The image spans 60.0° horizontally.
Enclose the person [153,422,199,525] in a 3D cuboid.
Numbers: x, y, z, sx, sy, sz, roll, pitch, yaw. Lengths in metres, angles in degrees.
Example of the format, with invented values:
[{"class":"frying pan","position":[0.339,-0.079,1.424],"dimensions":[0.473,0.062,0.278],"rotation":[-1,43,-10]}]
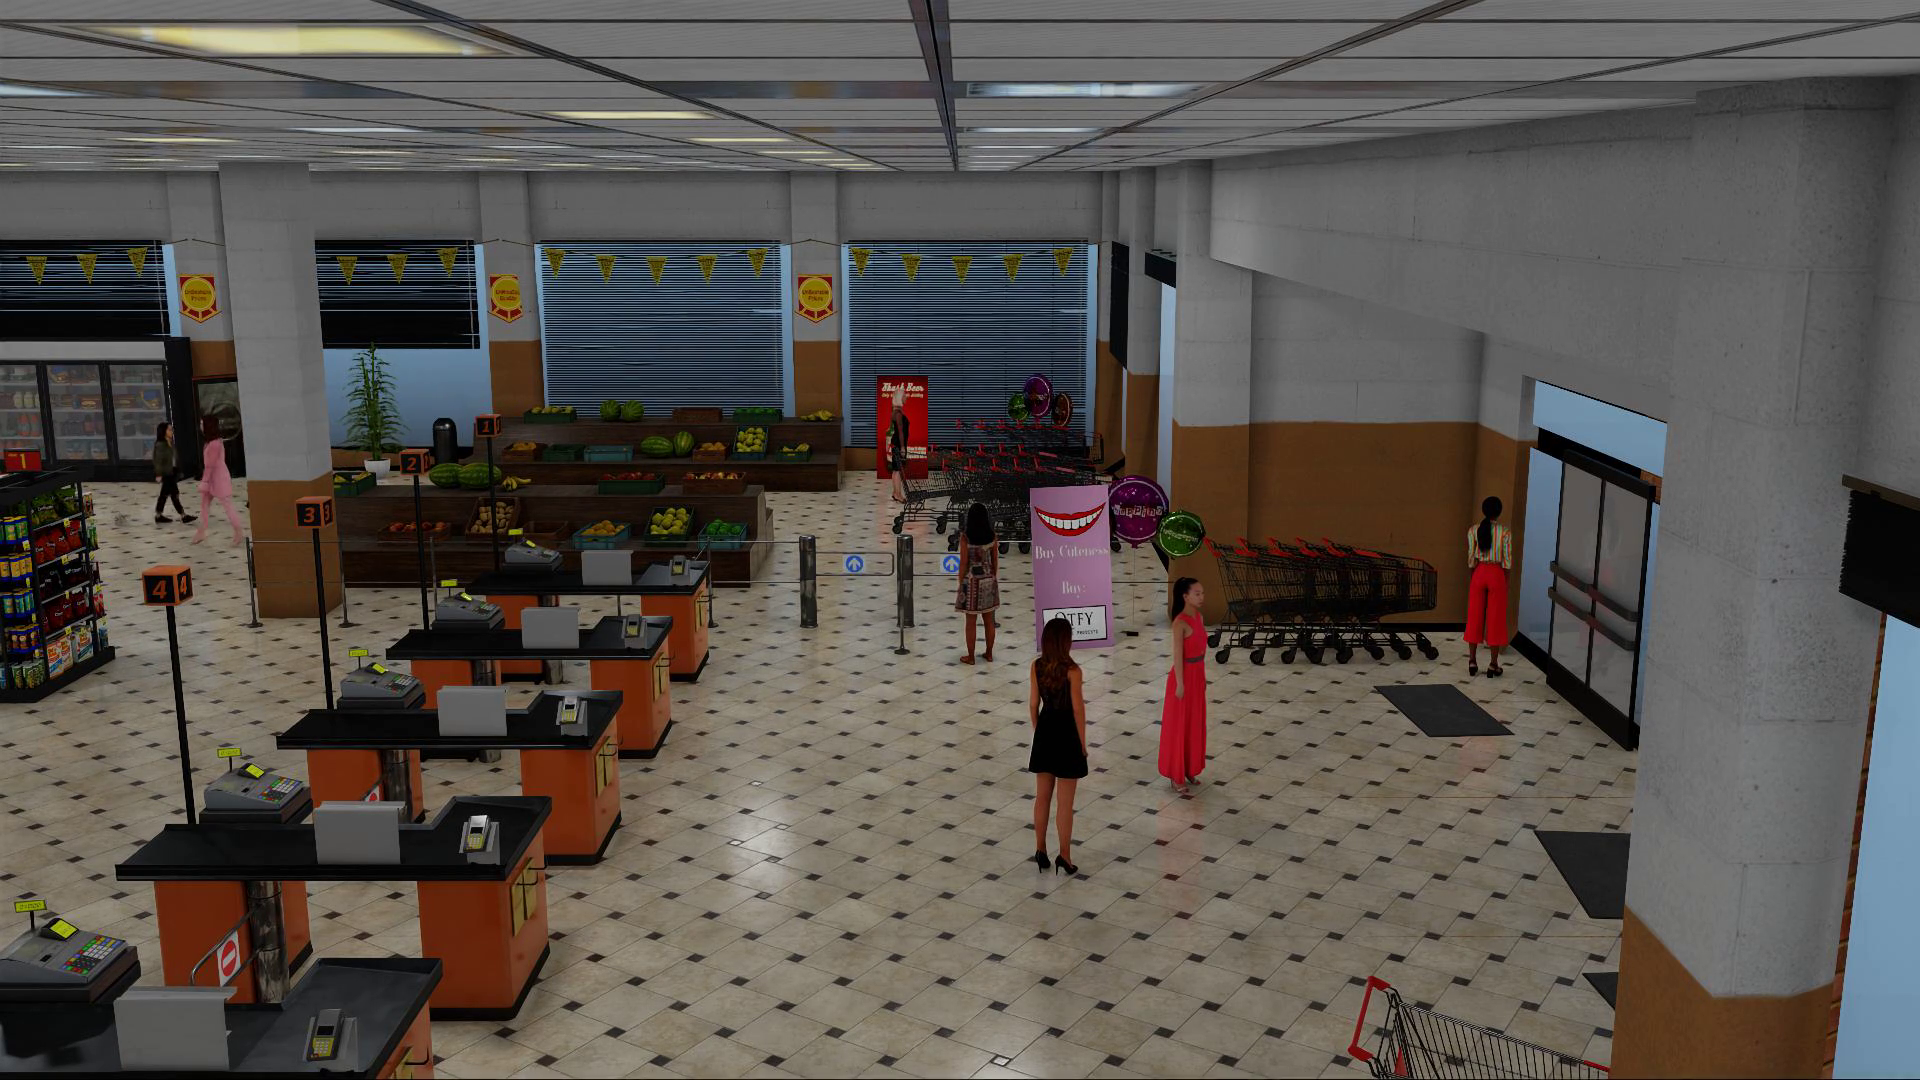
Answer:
[{"class":"person","position":[-11.358,-0.928,23.670],"dimensions":[0.869,1.447,0.616],"rotation":[0,12,-2]}]

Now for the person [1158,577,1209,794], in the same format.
[{"class":"person","position":[1.802,1.135,13.194],"dimensions":[0.747,1.727,0.714],"rotation":[8,14,35]}]

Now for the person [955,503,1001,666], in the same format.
[{"class":"person","position":[0.184,0.429,16.740],"dimensions":[0.643,1.645,0.784],"rotation":[-6,13,-27]}]

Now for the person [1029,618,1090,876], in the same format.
[{"class":"person","position":[0.670,1.430,11.527],"dimensions":[0.626,1.835,0.722],"rotation":[8,14,32]}]

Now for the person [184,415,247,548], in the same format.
[{"class":"person","position":[-9.760,-0.761,22.094],"dimensions":[1.089,1.768,0.925],"rotation":[-7,14,-30]}]

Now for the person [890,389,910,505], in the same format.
[{"class":"person","position":[-0.933,-1.438,25.360],"dimensions":[0.545,1.748,0.615],"rotation":[-2,12,-8]}]

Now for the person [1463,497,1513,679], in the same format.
[{"class":"person","position":[5.169,0.452,16.274],"dimensions":[0.635,1.793,0.740],"rotation":[7,14,31]}]
